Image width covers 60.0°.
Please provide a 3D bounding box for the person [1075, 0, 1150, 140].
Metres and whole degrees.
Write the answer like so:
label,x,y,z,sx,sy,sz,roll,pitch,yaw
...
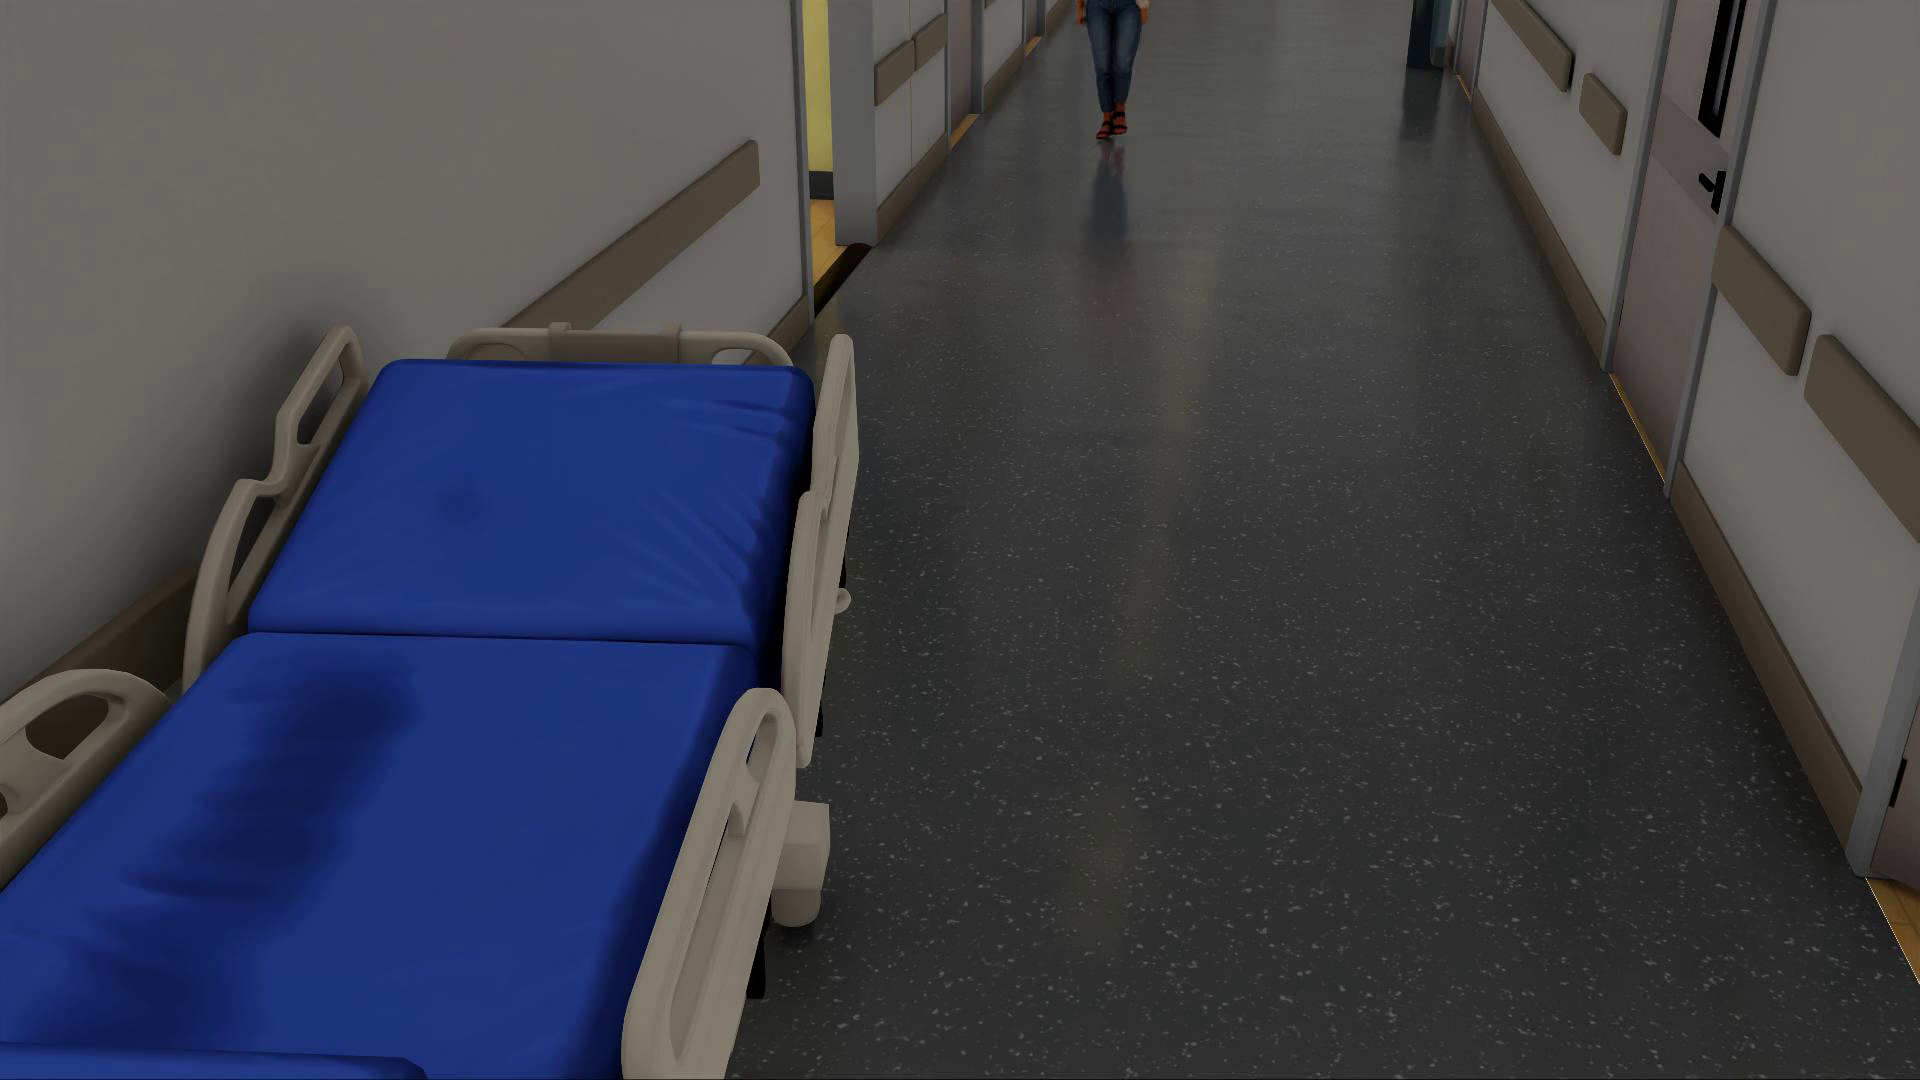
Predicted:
label,x,y,z,sx,sy,sz,roll,pitch,yaw
person,1.025,-3.473,10.841,0.568,1.669,0.729,8,27,16
